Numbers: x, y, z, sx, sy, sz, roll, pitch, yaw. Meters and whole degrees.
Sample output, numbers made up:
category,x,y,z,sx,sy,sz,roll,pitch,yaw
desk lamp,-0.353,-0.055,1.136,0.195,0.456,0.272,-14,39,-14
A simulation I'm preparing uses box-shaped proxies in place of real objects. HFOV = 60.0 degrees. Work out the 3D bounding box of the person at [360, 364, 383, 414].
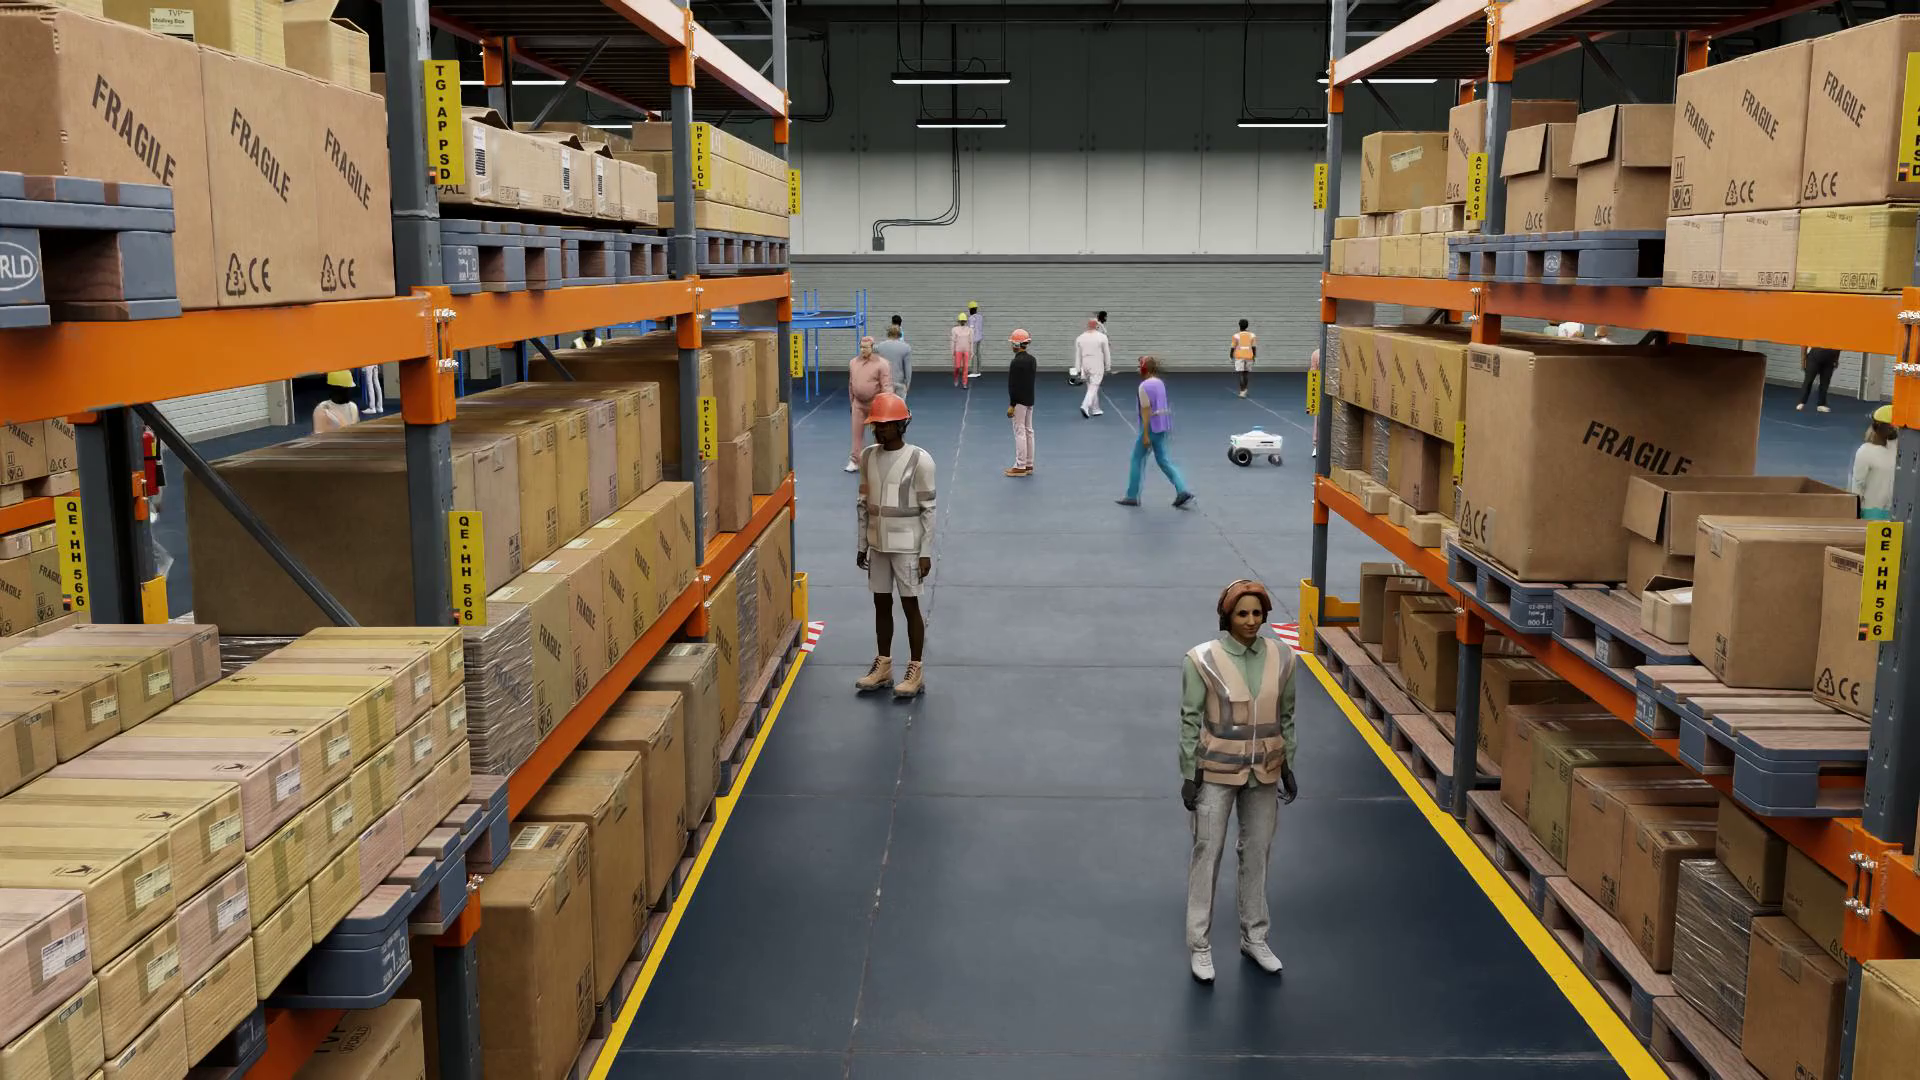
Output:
category,x,y,z,sx,sy,sz,roll,pitch,yaw
person,-11.414,-3.384,32.167,0.313,1.860,0.526,3,10,16

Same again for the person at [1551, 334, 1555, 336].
category,x,y,z,sx,sy,sz,roll,pitch,yaw
person,8.914,-2.171,25.002,0.515,1.829,0.680,-4,10,-22

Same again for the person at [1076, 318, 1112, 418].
category,x,y,z,sx,sy,sz,roll,pitch,yaw
person,2.486,-3.251,31.346,0.634,1.873,0.948,7,12,36

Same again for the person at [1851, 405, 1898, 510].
category,x,y,z,sx,sy,sz,roll,pitch,yaw
person,7.615,-0.279,13.944,0.533,1.733,0.797,-6,11,-31

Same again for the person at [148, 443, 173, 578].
category,x,y,z,sx,sy,sz,roll,pitch,yaw
person,-7.317,-0.414,14.805,0.484,1.710,0.809,3,10,17

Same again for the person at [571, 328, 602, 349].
category,x,y,z,sx,sy,sz,roll,pitch,yaw
person,-6.561,-2.918,29.509,0.632,1.806,0.849,-4,10,-20

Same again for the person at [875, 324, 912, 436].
category,x,y,z,sx,sy,sz,roll,pitch,yaw
person,-1.101,-2.618,27.533,0.645,1.881,1.046,1,9,4

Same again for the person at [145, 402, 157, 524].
category,x,y,z,sx,sy,sz,roll,pitch,yaw
person,-9.087,-1.041,18.237,0.551,1.817,0.961,-1,9,-3

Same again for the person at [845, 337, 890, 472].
category,x,y,z,sx,sy,sz,roll,pitch,yaw
person,-1.294,-1.901,23.243,0.667,1.874,0.823,4,10,23

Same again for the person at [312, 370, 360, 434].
category,x,y,z,sx,sy,sz,roll,pitch,yaw
person,-5.927,-0.717,16.052,0.499,1.909,0.586,2,10,12

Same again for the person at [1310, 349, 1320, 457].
category,x,y,z,sx,sy,sz,roll,pitch,yaw
person,5.545,-2.194,24.875,0.642,1.913,0.408,1,10,6

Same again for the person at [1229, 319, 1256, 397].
category,x,y,z,sx,sy,sz,roll,pitch,yaw
person,6.096,-3.943,36.030,0.557,1.666,0.734,-2,10,-9

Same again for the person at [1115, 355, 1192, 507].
category,x,y,z,sx,sy,sz,roll,pitch,yaw
person,2.344,-1.298,19.846,0.928,1.809,0.578,6,11,33

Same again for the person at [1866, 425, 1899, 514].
category,x,y,z,sx,sy,sz,roll,pitch,yaw
person,7.985,-0.395,14.195,0.550,1.880,0.981,5,11,30

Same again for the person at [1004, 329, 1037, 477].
category,x,y,z,sx,sy,sz,roll,pitch,yaw
person,0.829,-1.877,22.724,0.377,1.995,0.608,5,11,27

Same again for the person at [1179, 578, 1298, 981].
category,x,y,z,sx,sy,sz,roll,pitch,yaw
person,1.130,0.964,6.770,0.522,1.640,0.305,-3,10,-17

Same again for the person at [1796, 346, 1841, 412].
category,x,y,z,sx,sy,sz,roll,pitch,yaw
person,16.789,-3.506,32.474,0.738,2.000,0.540,2,10,13

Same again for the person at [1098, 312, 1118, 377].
category,x,y,z,sx,sy,sz,roll,pitch,yaw
person,3.632,-4.985,42.355,0.858,1.643,0.543,3,10,15

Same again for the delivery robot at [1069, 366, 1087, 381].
category,x,y,z,sx,sy,sz,roll,pitch,yaw
delivery robot,2.961,-3.952,39.305,0.707,0.478,0.477,4,10,22

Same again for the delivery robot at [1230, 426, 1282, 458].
category,x,y,z,sx,sy,sz,roll,pitch,yaw
delivery robot,4.277,-1.397,24.001,0.707,0.478,0.477,0,10,-1

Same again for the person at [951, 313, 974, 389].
category,x,y,z,sx,sy,sz,roll,pitch,yaw
person,0.065,-4.348,38.268,0.524,1.755,0.359,-2,10,-13

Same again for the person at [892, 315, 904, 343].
category,x,y,z,sx,sy,sz,roll,pitch,yaw
person,-1.420,-4.309,38.185,0.318,1.694,0.540,-1,10,-7

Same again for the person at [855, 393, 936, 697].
category,x,y,z,sx,sy,sz,roll,pitch,yaw
person,-0.457,0.032,11.144,0.613,2.041,0.393,7,12,35

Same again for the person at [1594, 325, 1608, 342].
category,x,y,z,sx,sy,sz,roll,pitch,yaw
person,13.257,-3.616,34.278,0.540,1.615,0.508,0,9,0

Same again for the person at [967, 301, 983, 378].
category,x,y,z,sx,sy,sz,roll,pitch,yaw
person,0.357,-5.089,42.166,0.364,1.928,0.586,4,10,24

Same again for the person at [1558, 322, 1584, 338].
category,x,y,z,sx,sy,sz,roll,pitch,yaw
person,13.351,-4.107,36.423,0.574,1.881,0.358,-1,10,-6

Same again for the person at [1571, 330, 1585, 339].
category,x,y,z,sx,sy,sz,roll,pitch,yaw
person,11.671,-3.182,31.639,0.522,1.620,0.411,-3,10,-17

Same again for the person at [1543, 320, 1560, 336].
category,x,y,z,sx,sy,sz,roll,pitch,yaw
person,14.228,-4.568,39.924,0.266,1.631,0.507,-8,12,-40
